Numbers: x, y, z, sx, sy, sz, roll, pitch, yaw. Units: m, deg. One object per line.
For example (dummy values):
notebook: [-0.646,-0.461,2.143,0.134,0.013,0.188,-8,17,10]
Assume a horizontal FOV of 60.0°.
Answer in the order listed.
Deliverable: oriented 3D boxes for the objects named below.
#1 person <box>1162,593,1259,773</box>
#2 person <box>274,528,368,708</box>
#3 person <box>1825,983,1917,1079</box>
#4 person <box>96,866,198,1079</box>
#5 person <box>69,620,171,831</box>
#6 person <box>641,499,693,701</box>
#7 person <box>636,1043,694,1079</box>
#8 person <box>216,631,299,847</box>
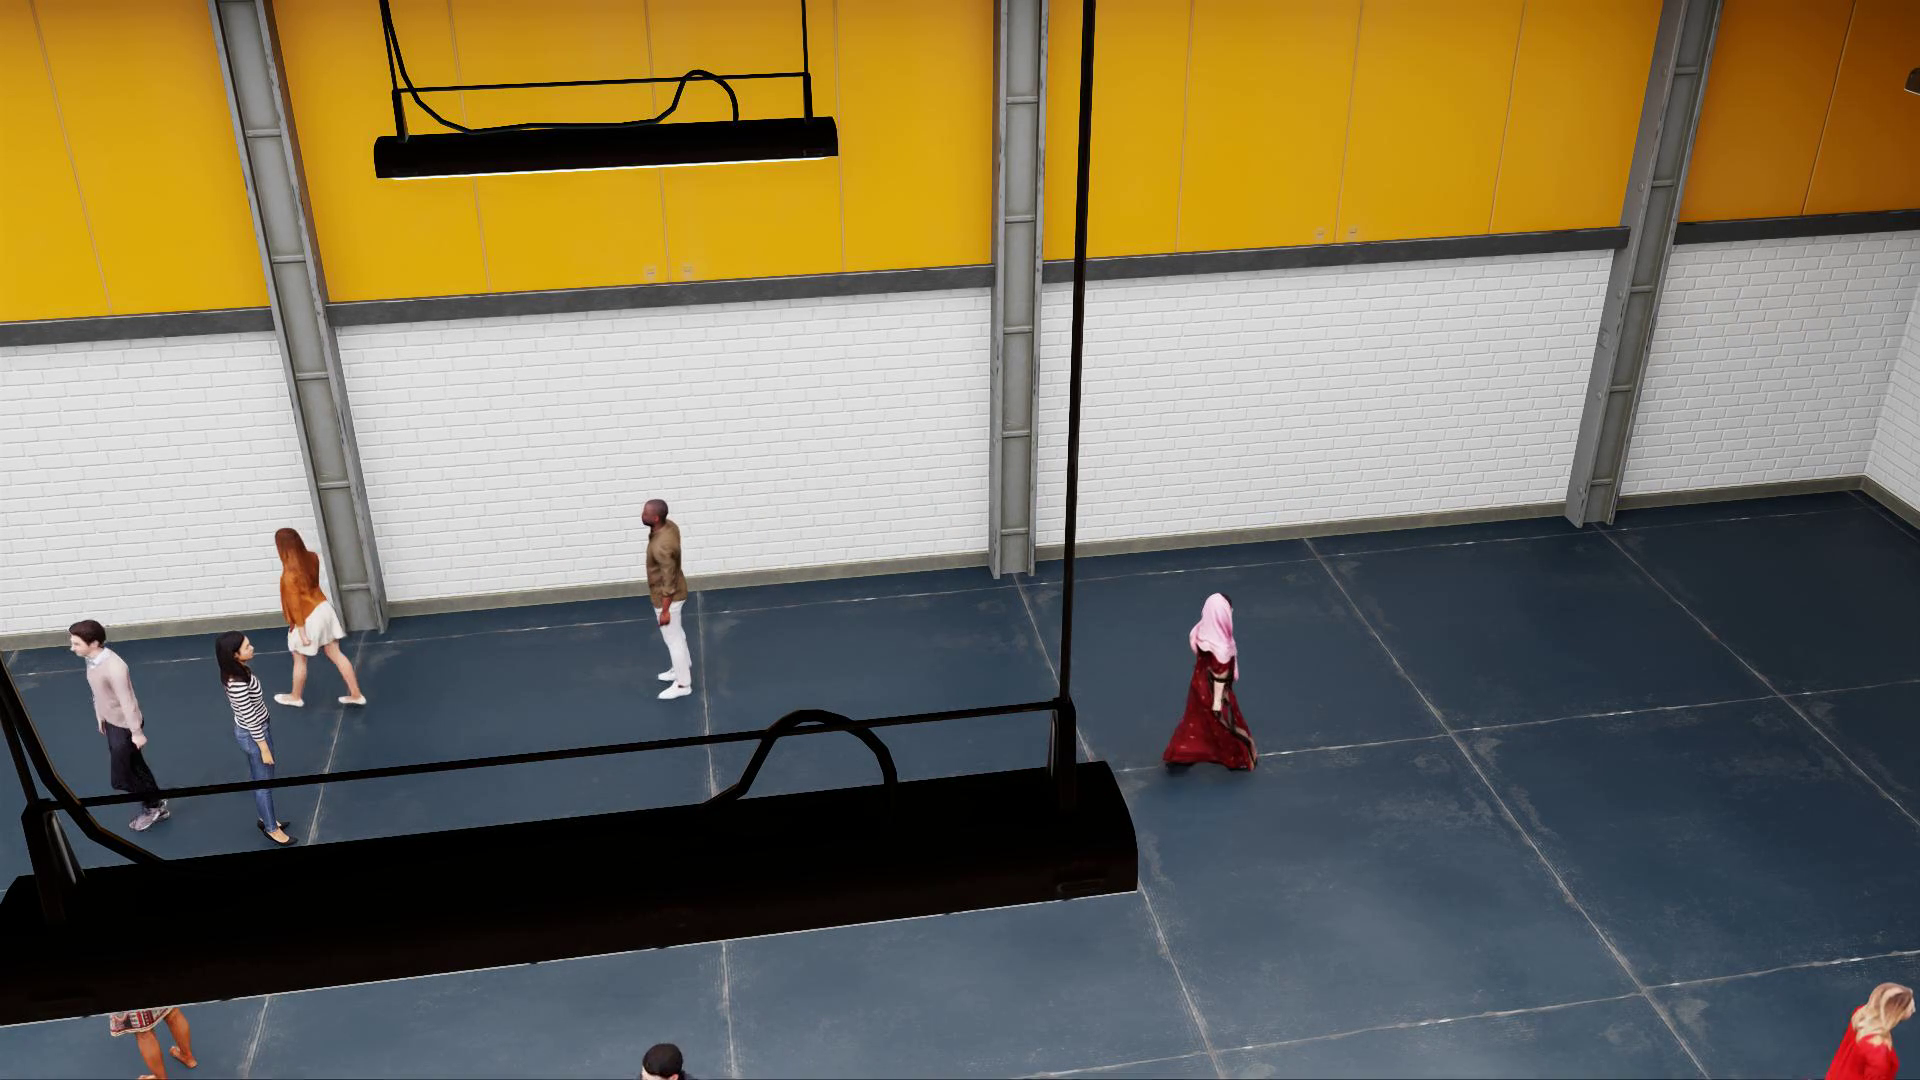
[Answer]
person: [1.876,1.137,12.791,0.995,1.611,0.674,-6,29,-11]
person: [-5.217,0.660,13.585,1.084,1.688,0.895,8,30,14]
person: [4.802,3.080,9.149,1.051,1.688,0.854,6,29,10]
person: [-4.956,2.630,10.021,0.741,1.643,0.726,12,31,22]
person: [-6.086,1.334,12.238,0.753,1.795,0.785,24,37,37]
person: [-2.426,0.463,13.803,0.534,1.826,0.718,-4,29,-8]
person: [-1.384,3.261,8.655,1.173,1.843,1.284,21,35,33]
person: [-5.112,1.438,12.045,0.595,1.797,0.633,-16,32,-27]
